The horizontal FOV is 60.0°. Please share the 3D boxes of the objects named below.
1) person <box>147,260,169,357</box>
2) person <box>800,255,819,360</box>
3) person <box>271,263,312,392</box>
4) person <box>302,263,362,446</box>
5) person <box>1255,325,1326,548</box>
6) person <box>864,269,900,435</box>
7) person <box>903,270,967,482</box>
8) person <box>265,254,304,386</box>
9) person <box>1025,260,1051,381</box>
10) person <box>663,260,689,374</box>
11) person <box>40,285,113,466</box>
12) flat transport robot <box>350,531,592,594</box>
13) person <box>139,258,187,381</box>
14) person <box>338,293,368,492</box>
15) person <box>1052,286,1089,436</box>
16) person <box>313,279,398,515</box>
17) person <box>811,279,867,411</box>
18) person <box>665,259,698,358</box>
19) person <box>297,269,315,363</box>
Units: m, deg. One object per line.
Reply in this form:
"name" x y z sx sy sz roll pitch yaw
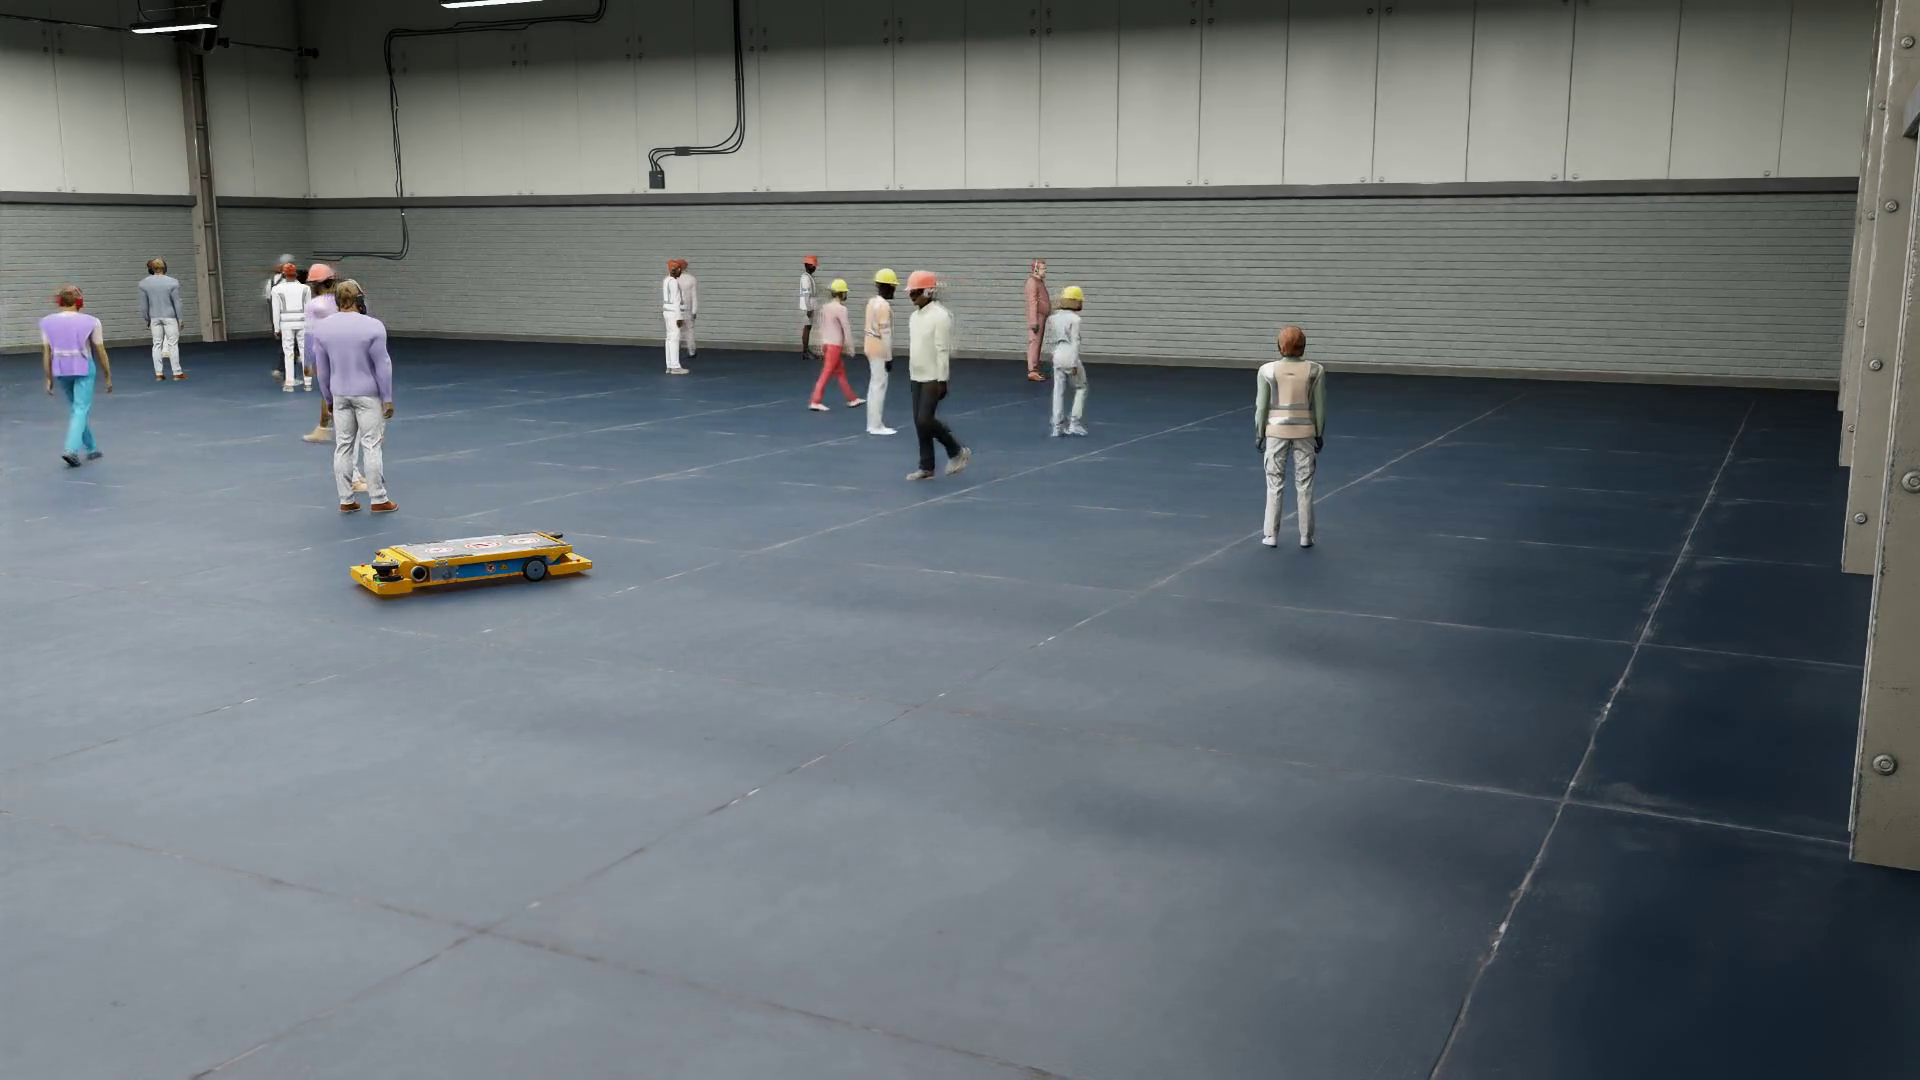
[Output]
"person" -15.122 -4.363 31.400 0.429 1.838 0.622 -6 12 -29
"person" -2.778 -4.302 30.803 0.375 1.931 0.542 0 10 -1
"person" -9.827 -3.126 24.523 0.577 1.883 0.353 -7 13 -35
"person" -6.845 -2.021 18.208 1.029 2.003 0.617 4 11 22
"person" 2.425 -0.751 12.231 0.514 1.642 0.309 1 10 7
"person" -0.886 -2.161 19.196 0.430 1.913 0.587 -3 11 -16
"person" -0.277 -1.521 15.504 0.513 1.976 0.635 -6 12 -31
"person" -10.236 -3.370 25.418 0.686 2.000 0.543 8 13 37
"person" 1.241 -3.468 26.320 0.409 1.906 0.652 2 11 10
"person" -4.759 -3.712 27.710 0.354 1.886 0.572 -5 11 -24
"person" -8.903 -1.659 16.750 0.583 1.805 0.957 -1 10 -4
"flat transport robot" -3.263 0.136 11.129 1.431 0.197 0.652 -7 13 -34
"person" -12.606 -3.485 26.326 0.627 1.940 0.373 -1 10 -4
"person" -5.455 -1.350 14.972 0.430 1.837 0.626 -3 11 -17
"person" 1.272 -2.046 19.085 0.540 1.720 0.486 -8 13 -36
"person" -4.960 -1.165 13.678 0.632 1.940 0.372 1 10 6
"person" -1.612 -2.562 21.909 0.922 1.713 0.543 -6 12 -30
"person" -5.168 -4.278 30.854 0.643 1.869 0.937 1 10 5
"person" -11.836 -4.059 30.168 0.547 1.673 0.633 7 13 35
